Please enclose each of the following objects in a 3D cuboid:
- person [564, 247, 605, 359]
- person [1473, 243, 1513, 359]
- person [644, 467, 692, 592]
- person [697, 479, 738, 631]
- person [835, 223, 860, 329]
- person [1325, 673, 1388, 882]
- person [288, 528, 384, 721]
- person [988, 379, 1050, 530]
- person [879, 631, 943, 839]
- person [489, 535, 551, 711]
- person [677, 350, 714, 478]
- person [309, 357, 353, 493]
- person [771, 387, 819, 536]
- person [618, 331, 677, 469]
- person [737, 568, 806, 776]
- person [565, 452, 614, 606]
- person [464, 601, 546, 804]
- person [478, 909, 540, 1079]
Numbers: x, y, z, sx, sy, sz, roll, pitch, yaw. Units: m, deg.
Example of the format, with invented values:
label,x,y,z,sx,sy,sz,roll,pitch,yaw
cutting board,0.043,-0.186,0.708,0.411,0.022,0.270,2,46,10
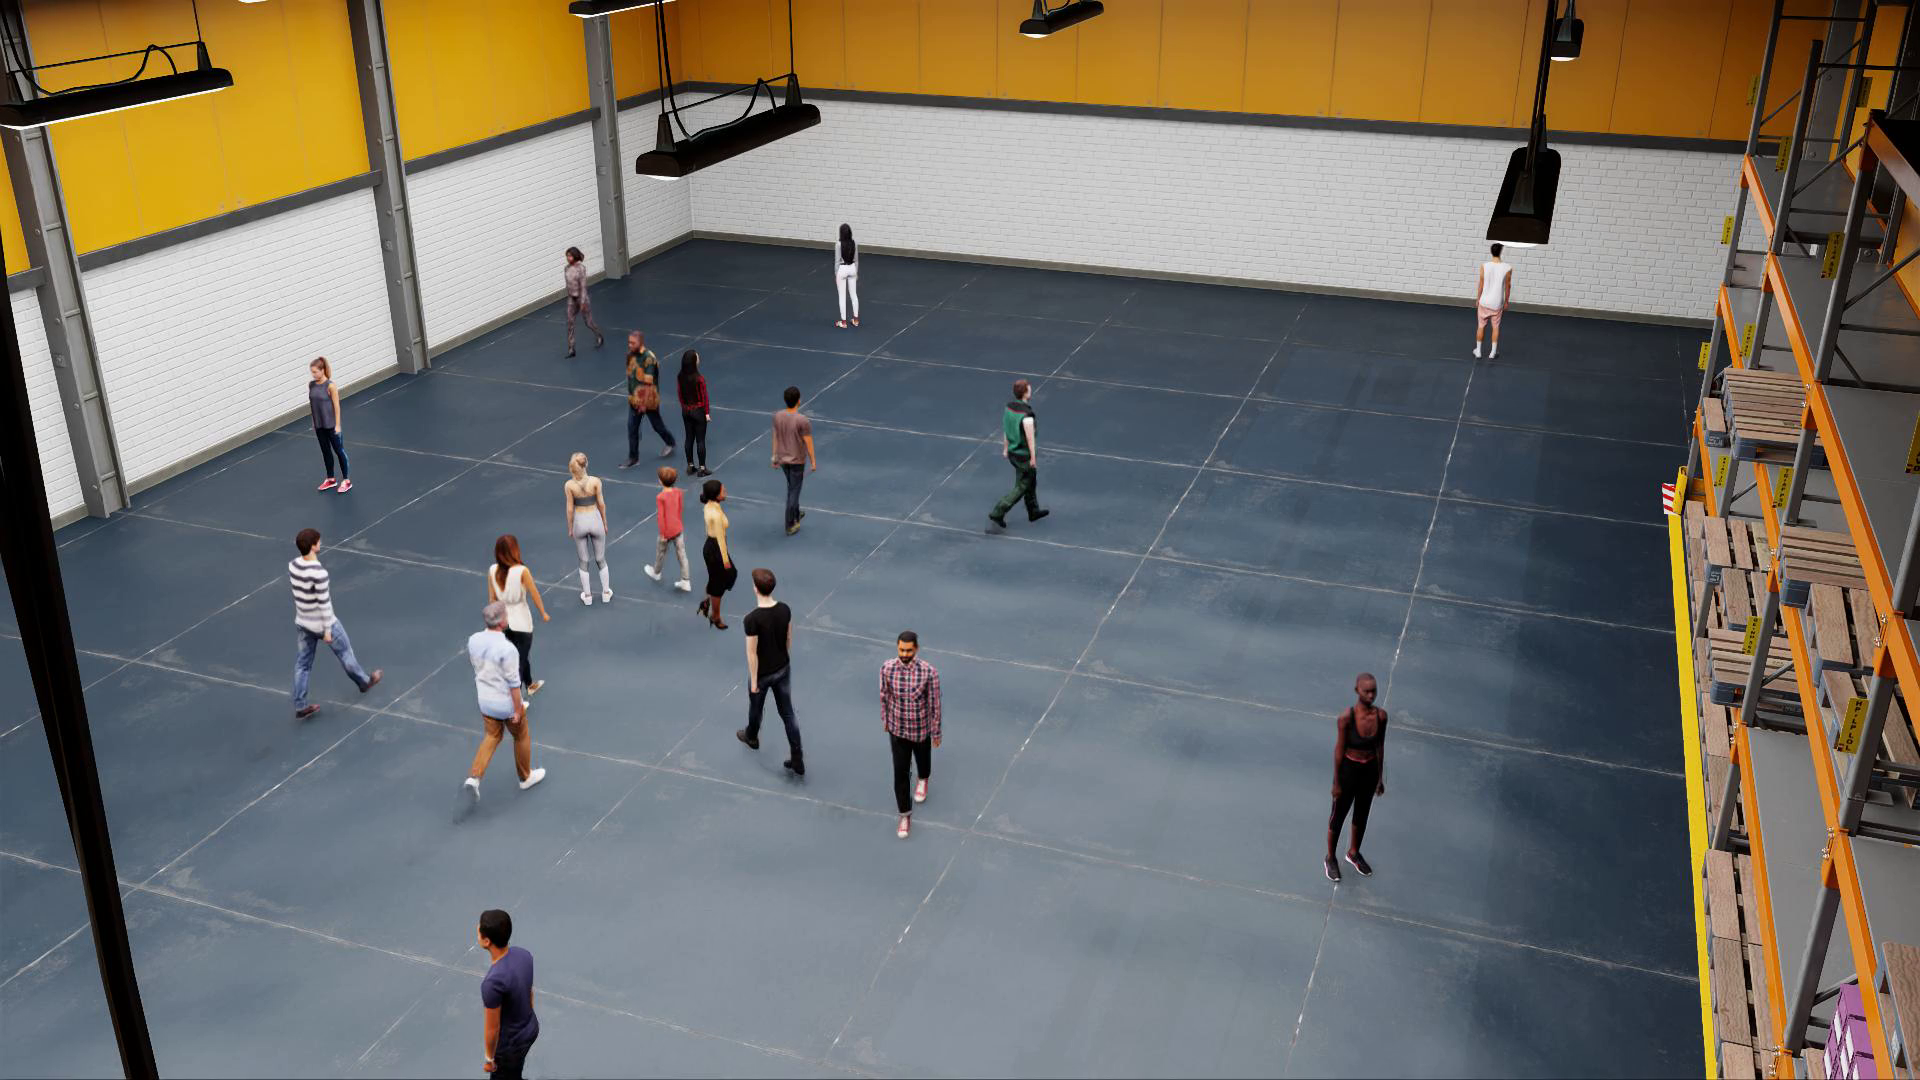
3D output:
label,x,y,z,sx,sy,sz,roll,pitch,yaw
person,-5.887,-3.718,25.939,0.599,1.682,1.120,10,25,21
person,8.246,-3.712,25.798,0.638,1.784,0.554,7,25,15
person,-3.084,-0.093,18.019,0.815,1.384,0.924,20,30,38
person,-2.582,0.176,17.075,0.815,1.647,0.759,-7,24,-15
person,-1.867,-4.370,27.377,0.652,1.725,0.735,-14,27,-29
person,3.126,1.842,13.126,0.674,1.757,0.702,-6,24,-13
person,-6.044,0.816,15.422,0.726,1.797,1.182,11,26,24
person,0.675,-0.988,19.528,1.209,1.815,1.090,-13,27,-28
person,-0.390,1.518,13.879,0.877,1.748,1.180,2,24,5
person,-4.172,0.832,15.430,0.600,1.762,0.850,10,25,21
person,-3.385,-1.613,21.156,0.615,1.657,0.550,12,26,26
person,-7.862,-1.449,20.680,0.548,1.737,0.515,8,25,18
person,-2.003,-0.898,19.394,0.694,1.757,0.822,11,26,24
person,-4.012,-1.843,21.535,0.864,1.774,1.228,15,28,31
person,-1.593,1.188,14.511,1.269,1.845,1.175,-18,29,-35
person,-3.958,-0.128,17.696,0.646,1.706,0.675,-6,24,-12
person,-3.950,1.392,14.099,0.741,1.803,1.039,11,26,24
person,-2.682,3.088,10.261,0.822,1.770,0.868,3,24,8
